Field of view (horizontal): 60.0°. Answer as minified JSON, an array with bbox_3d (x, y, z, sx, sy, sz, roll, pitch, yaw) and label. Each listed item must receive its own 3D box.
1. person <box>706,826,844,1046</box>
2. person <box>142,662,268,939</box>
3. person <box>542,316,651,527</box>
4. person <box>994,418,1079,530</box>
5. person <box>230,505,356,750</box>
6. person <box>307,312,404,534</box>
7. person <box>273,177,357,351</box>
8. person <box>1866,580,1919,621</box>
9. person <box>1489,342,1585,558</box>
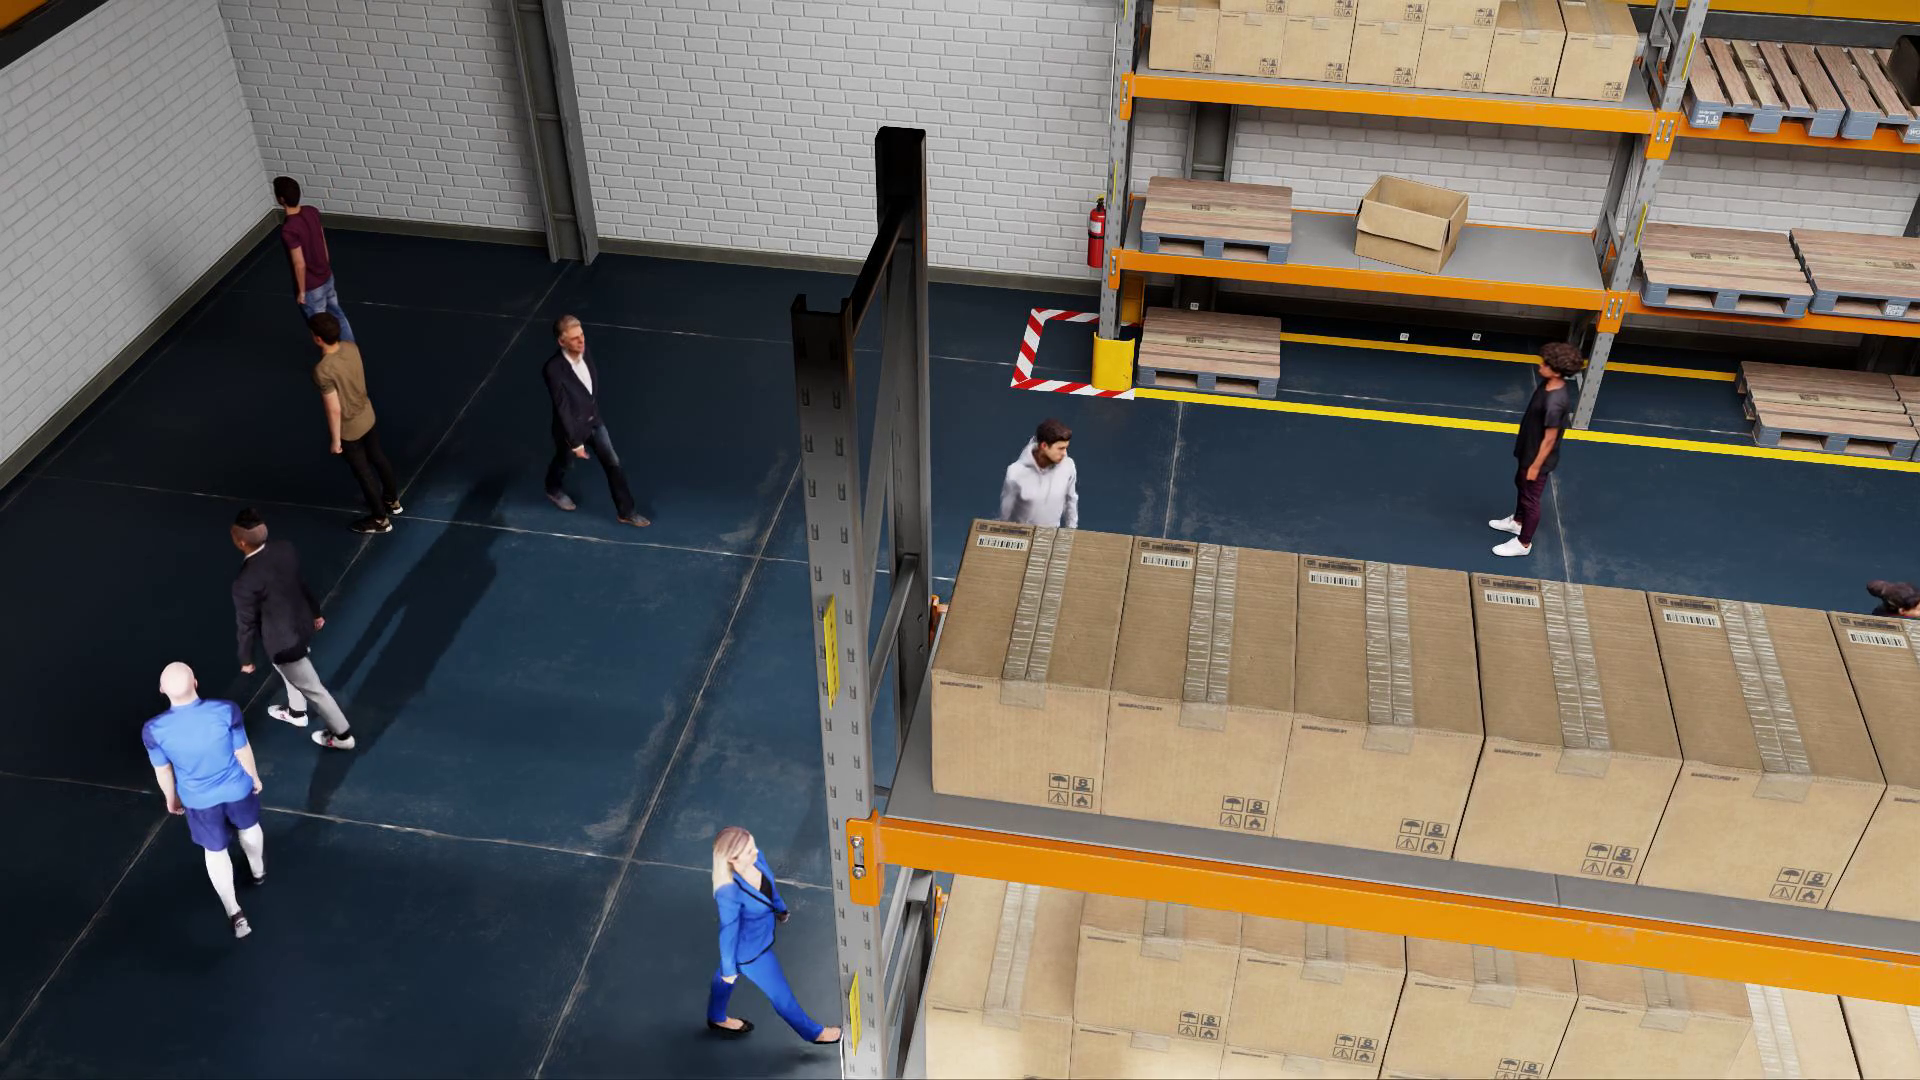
[{"bbox_3d":[-1.222,2.103,8.759,1.079,1.666,0.719,3,39,4],"label":"person"},{"bbox_3d":[-4.211,1.466,9.431,1.139,1.822,1.125,-18,42,-21],"label":"person"},{"bbox_3d":[-2.919,-0.887,12.419,1.277,1.771,0.989,22,44,26],"label":"person"},{"bbox_3d":[0.422,-0.076,11.314,0.859,1.881,0.926,-12,40,-15],"label":"person"},{"bbox_3d":[-4.138,0.592,10.437,0.924,1.933,0.759,8,39,10],"label":"person"},{"bbox_3d":[-4.504,-0.875,12.339,0.555,1.851,0.650,8,39,9],"label":"person"},{"bbox_3d":[-5.442,-2.200,13.997,0.540,1.853,0.646,8,39,9],"label":"person"},{"bbox_3d":[5.477,0.911,10.314,1.112,1.588,0.895,26,45,29],"label":"person"},{"bbox_3d":[4.224,-0.673,12.141,0.546,1.784,0.617,8,39,9],"label":"person"}]
